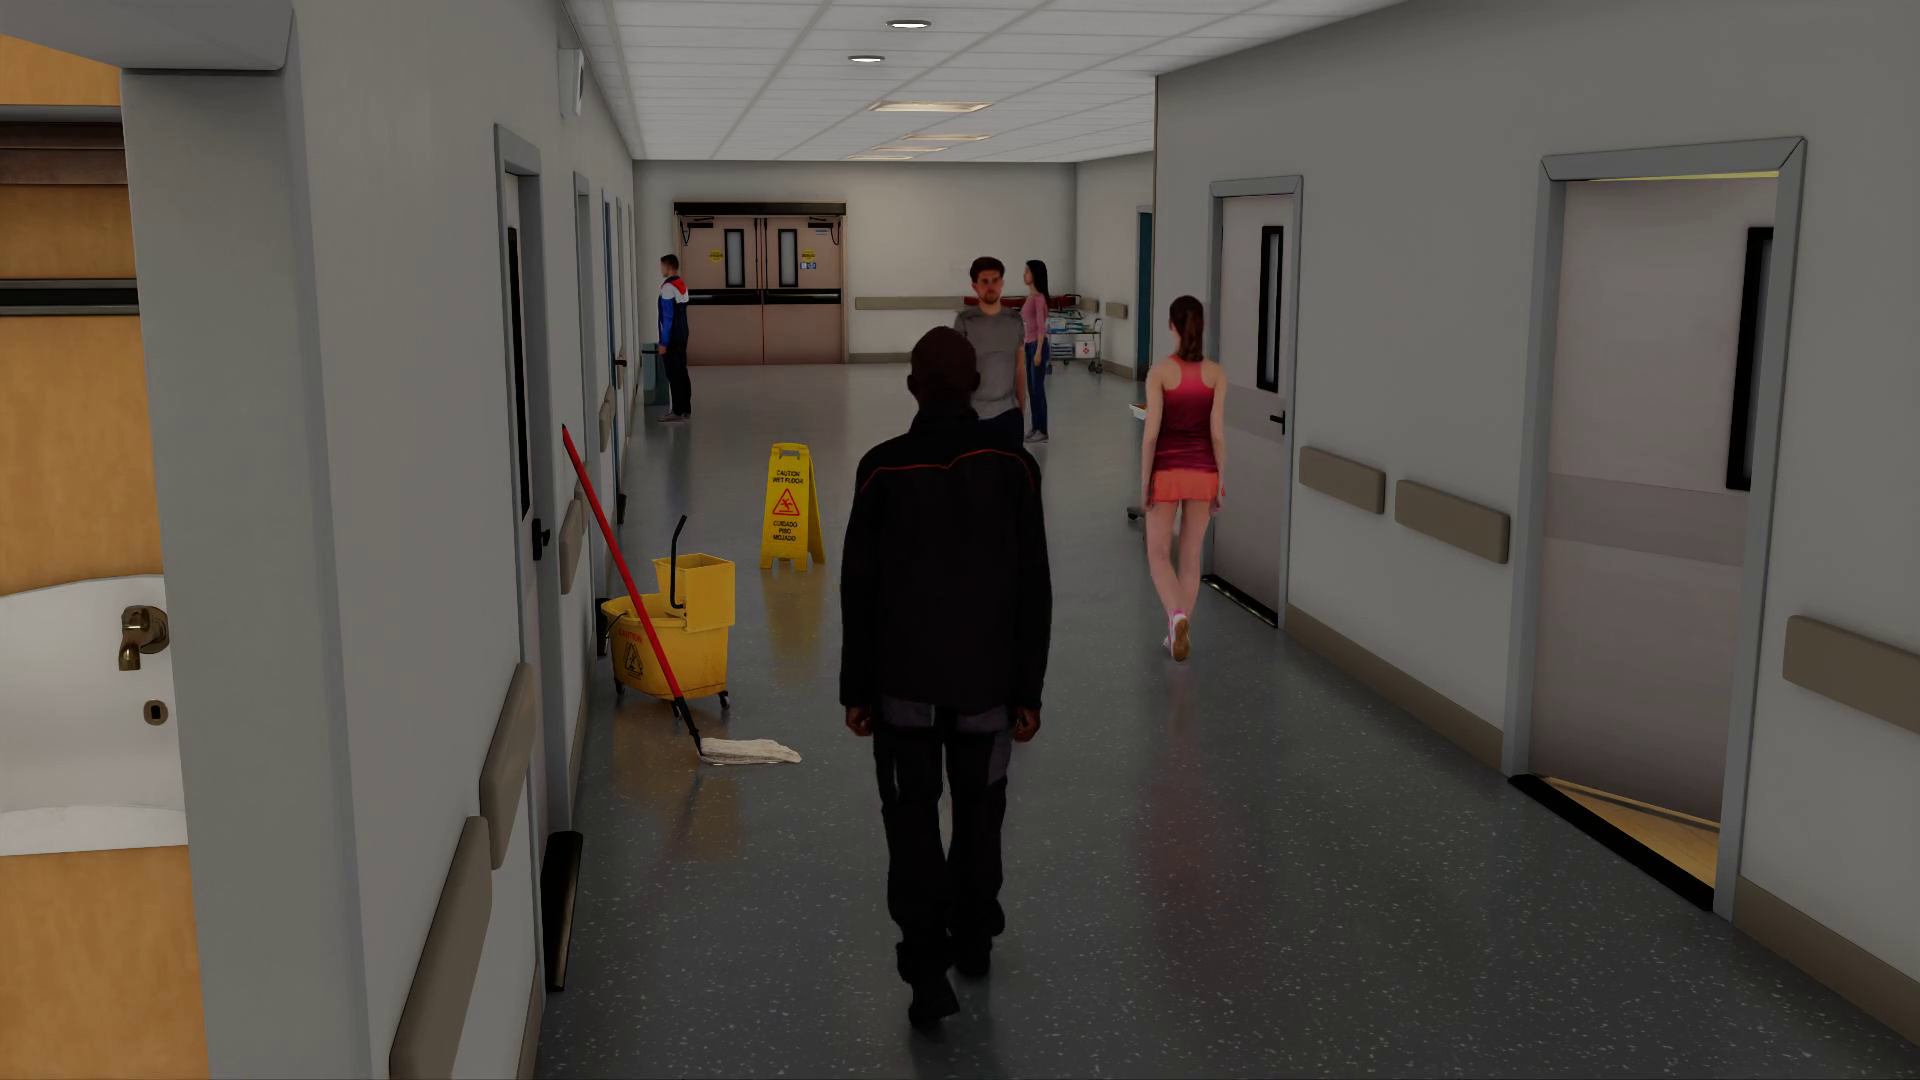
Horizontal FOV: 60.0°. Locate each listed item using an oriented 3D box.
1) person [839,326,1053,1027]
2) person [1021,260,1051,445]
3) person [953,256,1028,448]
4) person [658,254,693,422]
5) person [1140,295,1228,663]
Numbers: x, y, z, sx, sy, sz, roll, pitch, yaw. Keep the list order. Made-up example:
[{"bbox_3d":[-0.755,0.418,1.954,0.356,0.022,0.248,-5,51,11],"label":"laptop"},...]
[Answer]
[{"bbox_3d":[-0.041,0.364,4.269,0.791,1.823,1.061,-1,11,-4],"label":"person"},{"bbox_3d":[0.723,-1.811,15.948,0.651,1.742,0.435,-3,11,-14],"label":"person"},{"bbox_3d":[0.150,-0.754,10.052,0.624,1.864,0.898,-2,11,-11],"label":"person"},{"bbox_3d":[-3.045,-2.160,17.737,0.775,1.759,0.638,3,11,15],"label":"person"},{"bbox_3d":[1.047,-0.253,7.755,0.615,1.734,0.963,-1,11,-4],"label":"person"}]
